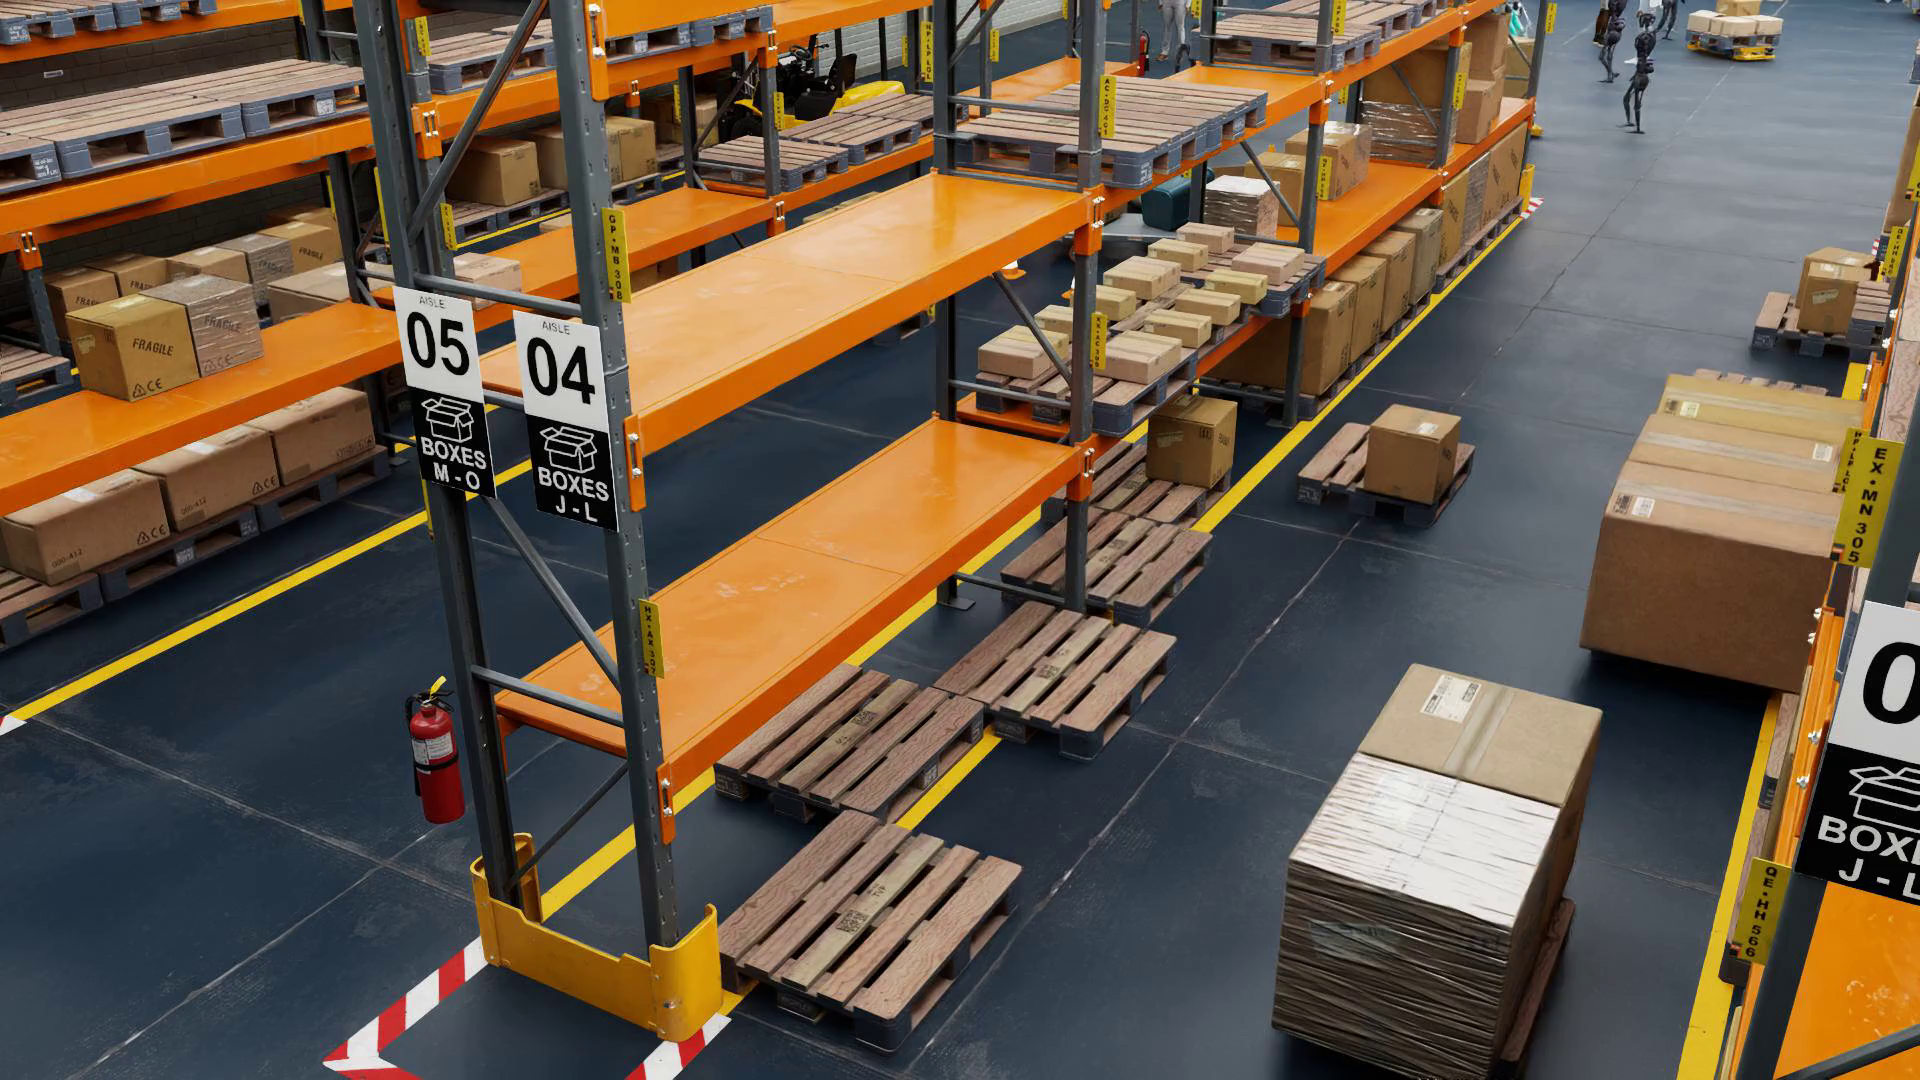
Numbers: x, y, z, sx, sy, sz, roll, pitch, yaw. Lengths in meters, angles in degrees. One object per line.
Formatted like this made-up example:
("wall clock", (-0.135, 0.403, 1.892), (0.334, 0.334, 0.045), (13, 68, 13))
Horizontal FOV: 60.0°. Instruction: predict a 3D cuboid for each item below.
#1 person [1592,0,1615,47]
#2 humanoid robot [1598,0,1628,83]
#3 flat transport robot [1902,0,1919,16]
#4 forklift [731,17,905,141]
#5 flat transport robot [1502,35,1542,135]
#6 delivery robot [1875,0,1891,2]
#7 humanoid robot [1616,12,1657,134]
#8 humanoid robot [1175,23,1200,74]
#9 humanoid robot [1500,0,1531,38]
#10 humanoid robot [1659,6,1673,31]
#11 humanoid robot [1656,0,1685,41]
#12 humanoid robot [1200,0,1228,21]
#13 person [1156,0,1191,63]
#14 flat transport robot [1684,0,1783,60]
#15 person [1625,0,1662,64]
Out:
("person", (11.771, -9.944, 30.050), (0.368, 1.964, 0.607), (2, 26, 4))
("humanoid robot", (10.537, -8.195, 26.743), (0.382, 1.643, 0.591), (13, 29, 25))
("flat transport robot", (19.568, -10.558, 33.281), (0.659, 0.231, 1.431), (8, 27, 16))
("forklift", (-1.819, -5.975, 21.543), (2.313, 2.155, 1.214), (14, 29, 26))
("flat transport robot", (7.458, -5.897, 23.595), (1.431, 0.231, 0.659), (0, 26, 0))
("delivery robot", (19.907, -11.789, 35.493), (0.774, 0.581, 0.499), (-16, 30, -29))
("humanoid robot", (9.541, -6.550, 23.330), (0.349, 1.650, 0.601), (8, 27, 16))
("humanoid robot", (3.121, -6.106, 22.432), (0.591, 1.630, 0.518), (8, 27, 16))
("humanoid robot", (9.416, -8.839, 28.039), (0.535, 1.812, 0.702), (-19, 32, -34))
("humanoid robot", (13.616, -10.518, 31.545), (0.767, 1.807, 0.567), (-10, 27, -19))
("humanoid robot", (13.090, -10.041, 30.599), (0.585, 1.640, 0.430), (-20, 32, -36))
("humanoid robot", (4.355, -9.321, 29.053), (0.774, 1.805, 0.530), (-15, 29, -28))
("person", (3.684, -9.203, 28.541), (0.627, 1.940, 0.370), (15, 30, 28))
("flat transport robot", (13.580, -8.680, 29.378), (0.659, 0.231, 1.431), (-9, 27, -18))
("person", (11.730, -9.089, 28.328), (0.374, 1.916, 0.595), (21, 33, 37))
